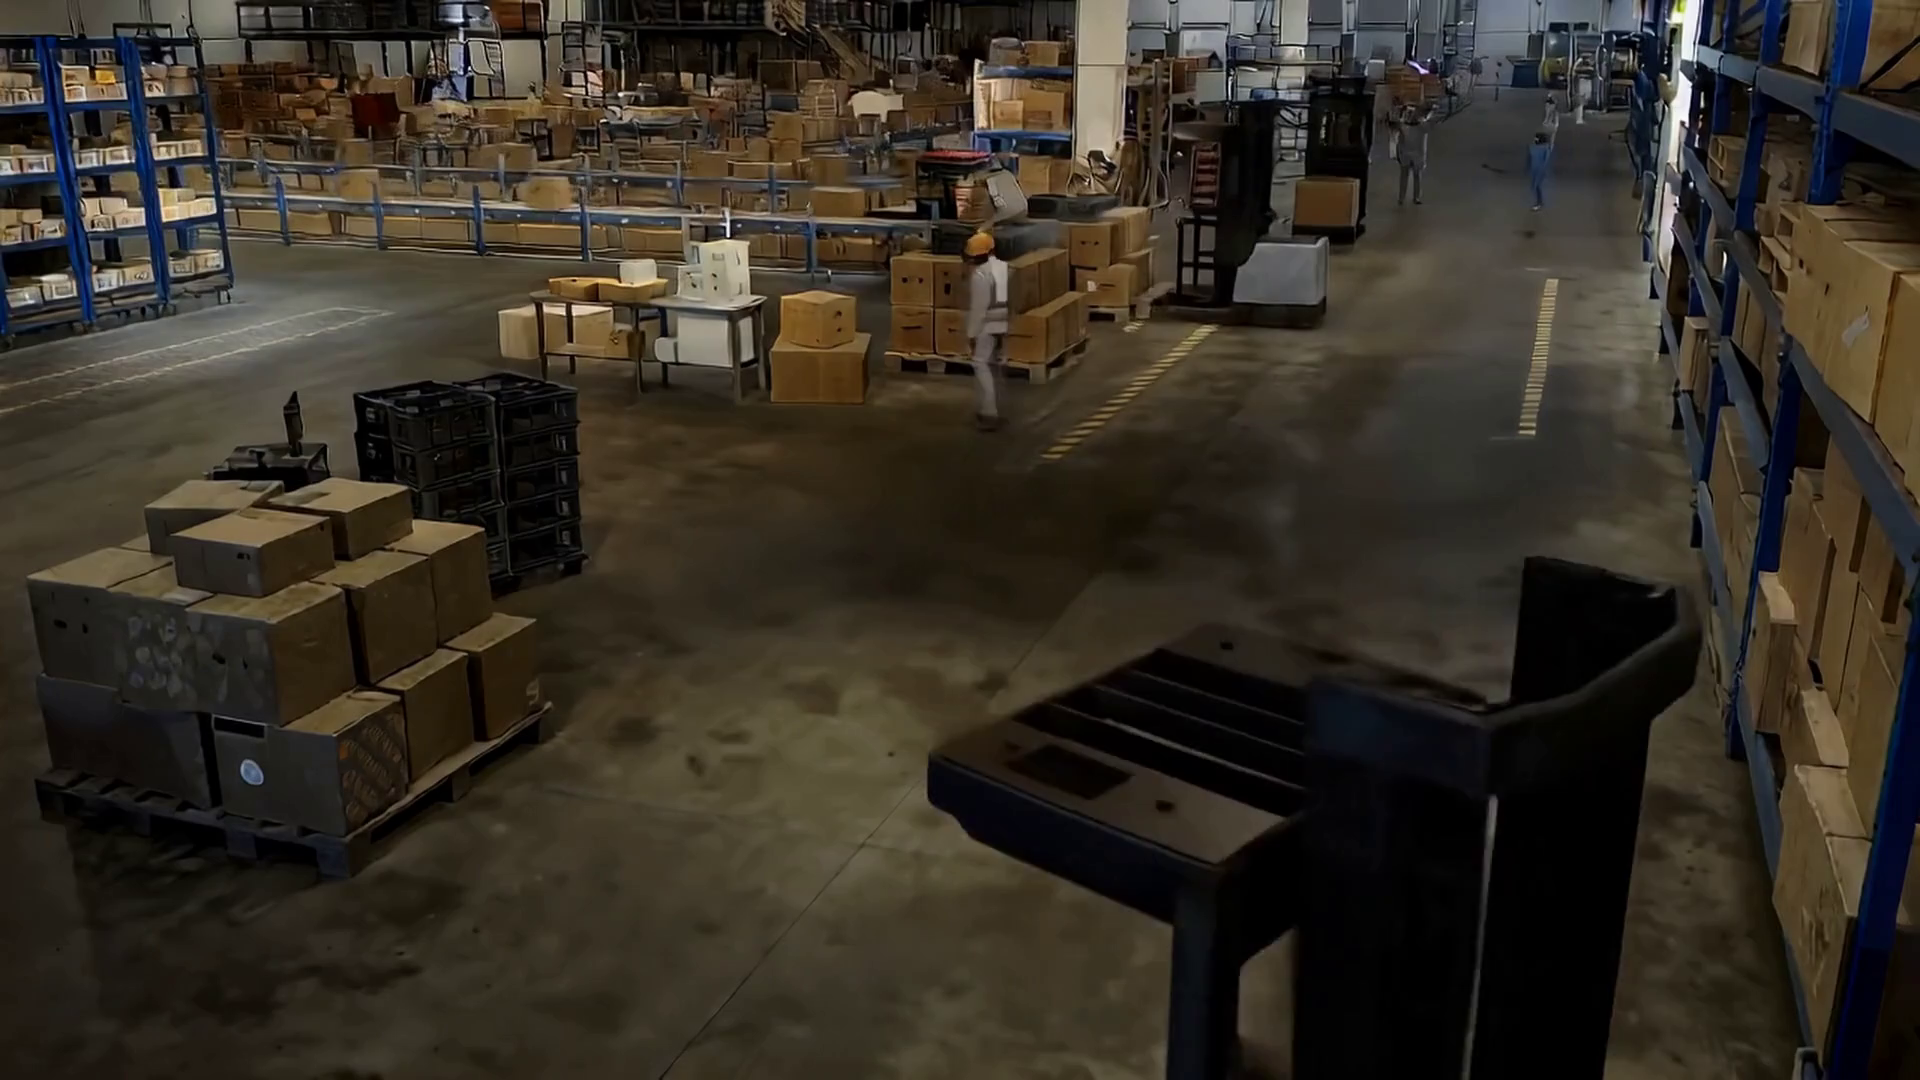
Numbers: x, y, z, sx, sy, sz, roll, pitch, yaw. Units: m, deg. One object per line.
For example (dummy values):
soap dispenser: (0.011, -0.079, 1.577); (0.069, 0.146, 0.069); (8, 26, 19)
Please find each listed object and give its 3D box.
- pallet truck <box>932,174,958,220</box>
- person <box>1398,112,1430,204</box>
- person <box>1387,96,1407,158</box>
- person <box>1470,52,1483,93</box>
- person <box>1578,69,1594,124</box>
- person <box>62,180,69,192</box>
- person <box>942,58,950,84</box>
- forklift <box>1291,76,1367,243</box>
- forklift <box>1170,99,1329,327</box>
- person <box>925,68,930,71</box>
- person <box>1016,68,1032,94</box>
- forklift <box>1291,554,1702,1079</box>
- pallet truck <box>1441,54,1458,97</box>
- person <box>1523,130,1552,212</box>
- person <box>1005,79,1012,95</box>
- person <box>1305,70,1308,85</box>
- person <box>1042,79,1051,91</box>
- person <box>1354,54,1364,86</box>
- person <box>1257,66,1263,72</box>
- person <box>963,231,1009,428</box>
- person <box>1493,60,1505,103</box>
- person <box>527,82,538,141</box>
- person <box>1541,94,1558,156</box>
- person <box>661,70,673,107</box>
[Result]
pallet truck: (-0.507, -5.292, 27.348); (0.653, 1.274, 1.630); (6, 19, 19)
person: (9.560, -8.057, 35.076); (0.636, 1.900, 0.400); (5, 18, 17)
person: (11.988, -11.347, 45.752); (0.533, 1.676, 0.669); (9, 20, 25)
person: (25.588, -23.184, 82.488); (0.622, 1.970, 0.859); (2, 18, 6)
person: (22.485, -15.931, 59.768); (0.394, 1.929, 0.539); (3, 18, 9)
person: (-15.383, -5.865, 28.175); (0.409, 1.903, 0.639); (14, 22, 38)
person: (-0.672, -21.040, 75.874); (0.975, 1.886, 0.596); (-6, 19, -20)
forklift: (6.598, -6.755, 29.381); (1.129, 2.768, 1.873); (6, 19, 19)
forklift: (3.816, -4.260, 21.541); (1.873, 2.768, 1.129); (6, 19, 19)
person: (-1.230, -17.043, 63.412); (1.012, 1.825, 0.609); (11, 21, 30)
person: (2.456, -17.485, 64.456); (0.682, 2.000, 0.537); (0, 18, 1)
forklift: (1.044, 1.476, 3.516); (1.873, 2.768, 1.129); (16, 23, 40)
pallet truck: (22.765, -21.886, 78.355); (0.823, 1.965, 1.885); (-4, 18, -14)
person: (11.615, -7.439, 33.570); (0.583, 1.611, 0.533); (-12, 21, -33)
person: (2.134, -18.644, 68.148); (0.861, 2.012, 0.619); (5, 18, 16)
person: (14.865, -19.781, 72.026); (0.540, 1.815, 1.003); (-15, 23, -40)
person: (2.998, -15.659, 58.957); (0.860, 1.900, 0.568); (6, 19, 19)
person: (20.814, -24.392, 86.625); (0.415, 1.751, 0.547); (4, 18, 14)
person: (16.436, -26.004, 91.449); (0.403, 1.918, 0.629); (6, 19, 19)
person: (0.290, -2.049, 16.186); (0.407, 1.906, 0.690); (9, 20, 25)
person: (23.977, -20.390, 73.913); (0.428, 1.839, 0.631); (2, 18, 7)
person: (-12.939, -12.950, 50.537); (0.432, 1.847, 0.495); (1, 18, 2)
person: (16.536, -11.632, 46.641); (0.421, 1.678, 0.582); (-10, 20, -29)
person: (-11.431, -17.467, 64.924); (0.853, 1.701, 0.569); (12, 21, 33)
